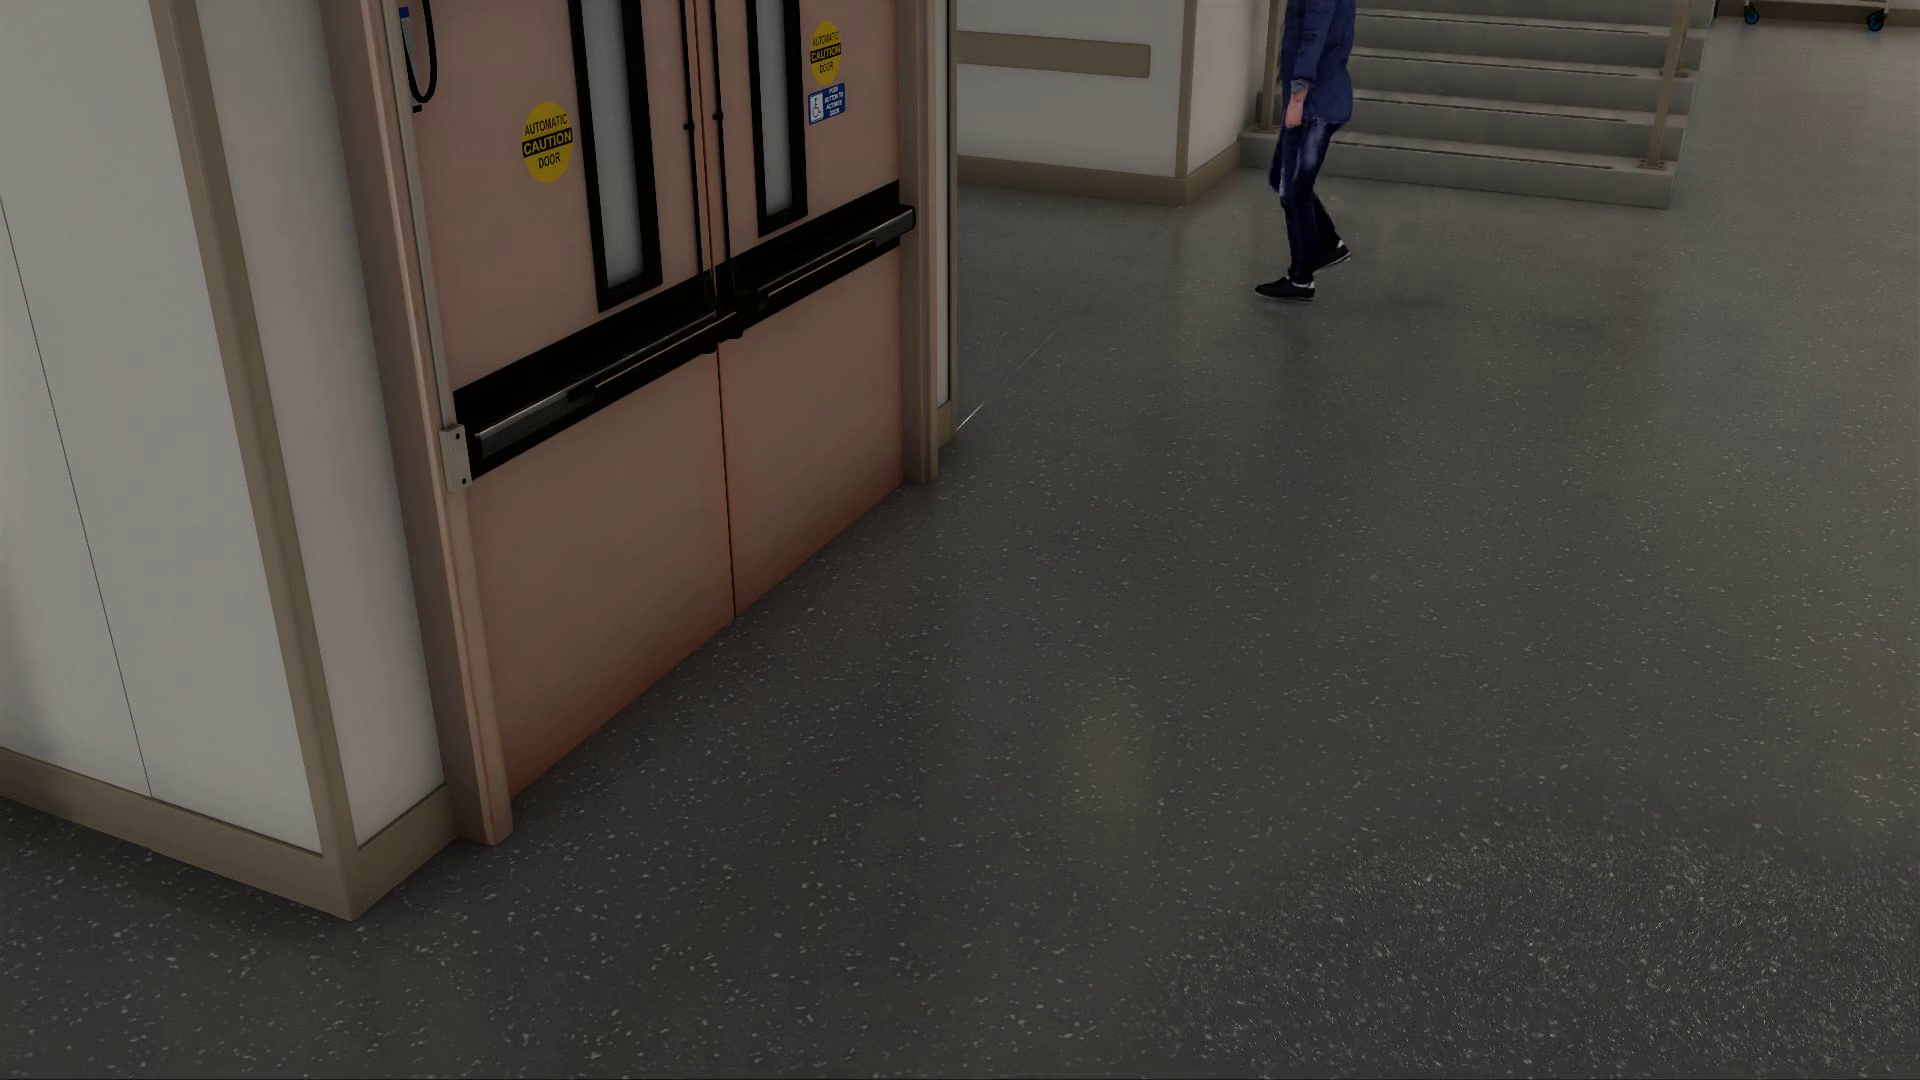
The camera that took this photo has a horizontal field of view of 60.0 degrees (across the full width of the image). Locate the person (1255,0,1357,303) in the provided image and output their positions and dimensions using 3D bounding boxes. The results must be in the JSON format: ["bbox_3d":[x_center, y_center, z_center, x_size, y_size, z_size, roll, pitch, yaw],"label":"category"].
[{"bbox_3d":[1.713,-1.998,7.758,0.828,1.815,0.672,7,27,15],"label":"person"}]
